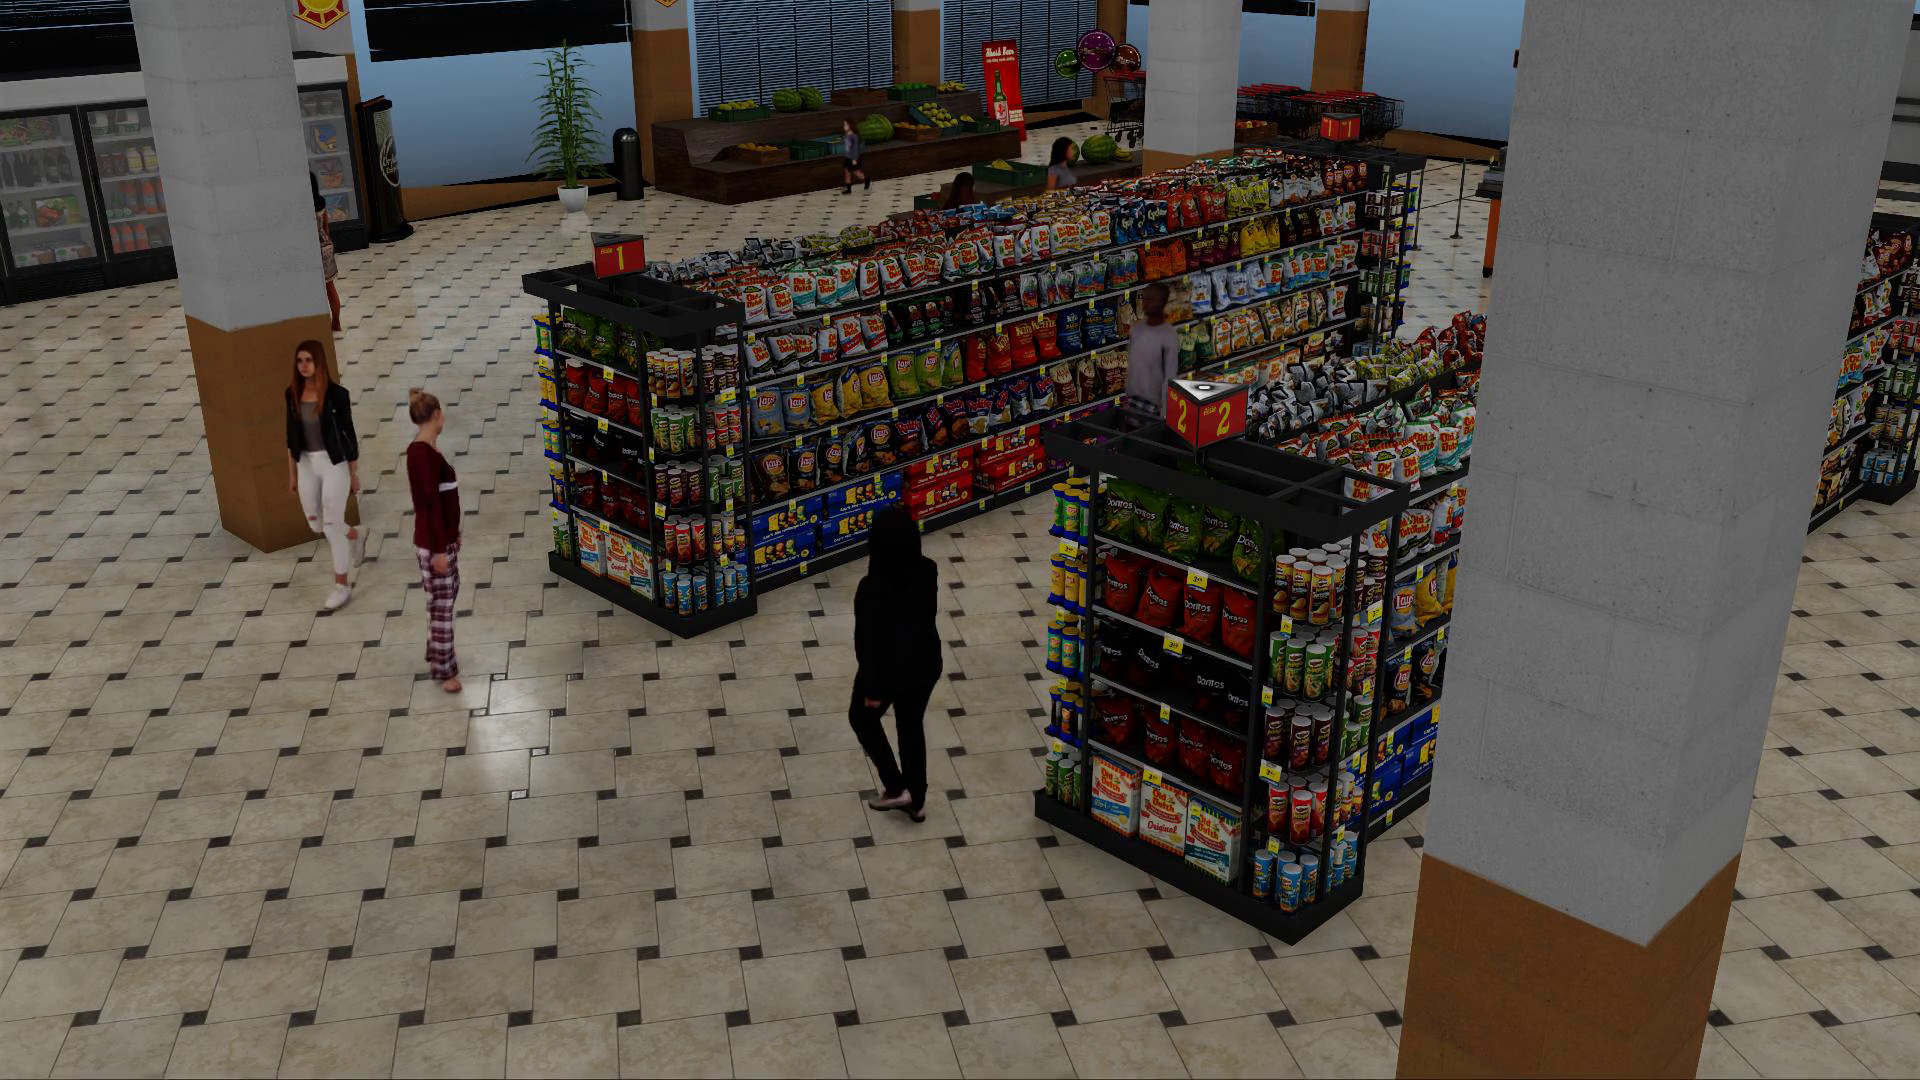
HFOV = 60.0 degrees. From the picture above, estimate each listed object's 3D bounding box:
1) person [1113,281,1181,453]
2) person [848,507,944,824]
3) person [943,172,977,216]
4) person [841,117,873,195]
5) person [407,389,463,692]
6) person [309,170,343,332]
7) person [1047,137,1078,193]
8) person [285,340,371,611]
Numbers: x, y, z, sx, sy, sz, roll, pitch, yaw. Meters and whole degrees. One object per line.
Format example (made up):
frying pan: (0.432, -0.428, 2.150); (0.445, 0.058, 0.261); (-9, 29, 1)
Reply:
person: (1.380, -0.938, 11.564); (0.589, 1.767, 0.641); (-18, 28, -37)
person: (-0.235, 0.636, 7.864); (0.701, 1.605, 0.540); (20, 30, 41)
person: (0.018, -2.795, 16.360); (0.660, 1.637, 0.662); (12, 25, 28)
person: (-1.500, -5.500, 23.821); (0.700, 1.094, 0.487); (-18, 28, -38)
person: (-2.942, 0.022, 9.289); (0.714, 1.682, 0.749); (-1, 22, -3)
person: (-6.396, -2.860, 16.511); (0.782, 1.644, 0.631); (7, 23, 18)
person: (0.944, -3.342, 17.550); (0.780, 1.765, 0.719); (13, 25, 30)
person: (-3.961, -0.447, 10.455); (0.914, 1.683, 1.049); (4, 22, 10)
